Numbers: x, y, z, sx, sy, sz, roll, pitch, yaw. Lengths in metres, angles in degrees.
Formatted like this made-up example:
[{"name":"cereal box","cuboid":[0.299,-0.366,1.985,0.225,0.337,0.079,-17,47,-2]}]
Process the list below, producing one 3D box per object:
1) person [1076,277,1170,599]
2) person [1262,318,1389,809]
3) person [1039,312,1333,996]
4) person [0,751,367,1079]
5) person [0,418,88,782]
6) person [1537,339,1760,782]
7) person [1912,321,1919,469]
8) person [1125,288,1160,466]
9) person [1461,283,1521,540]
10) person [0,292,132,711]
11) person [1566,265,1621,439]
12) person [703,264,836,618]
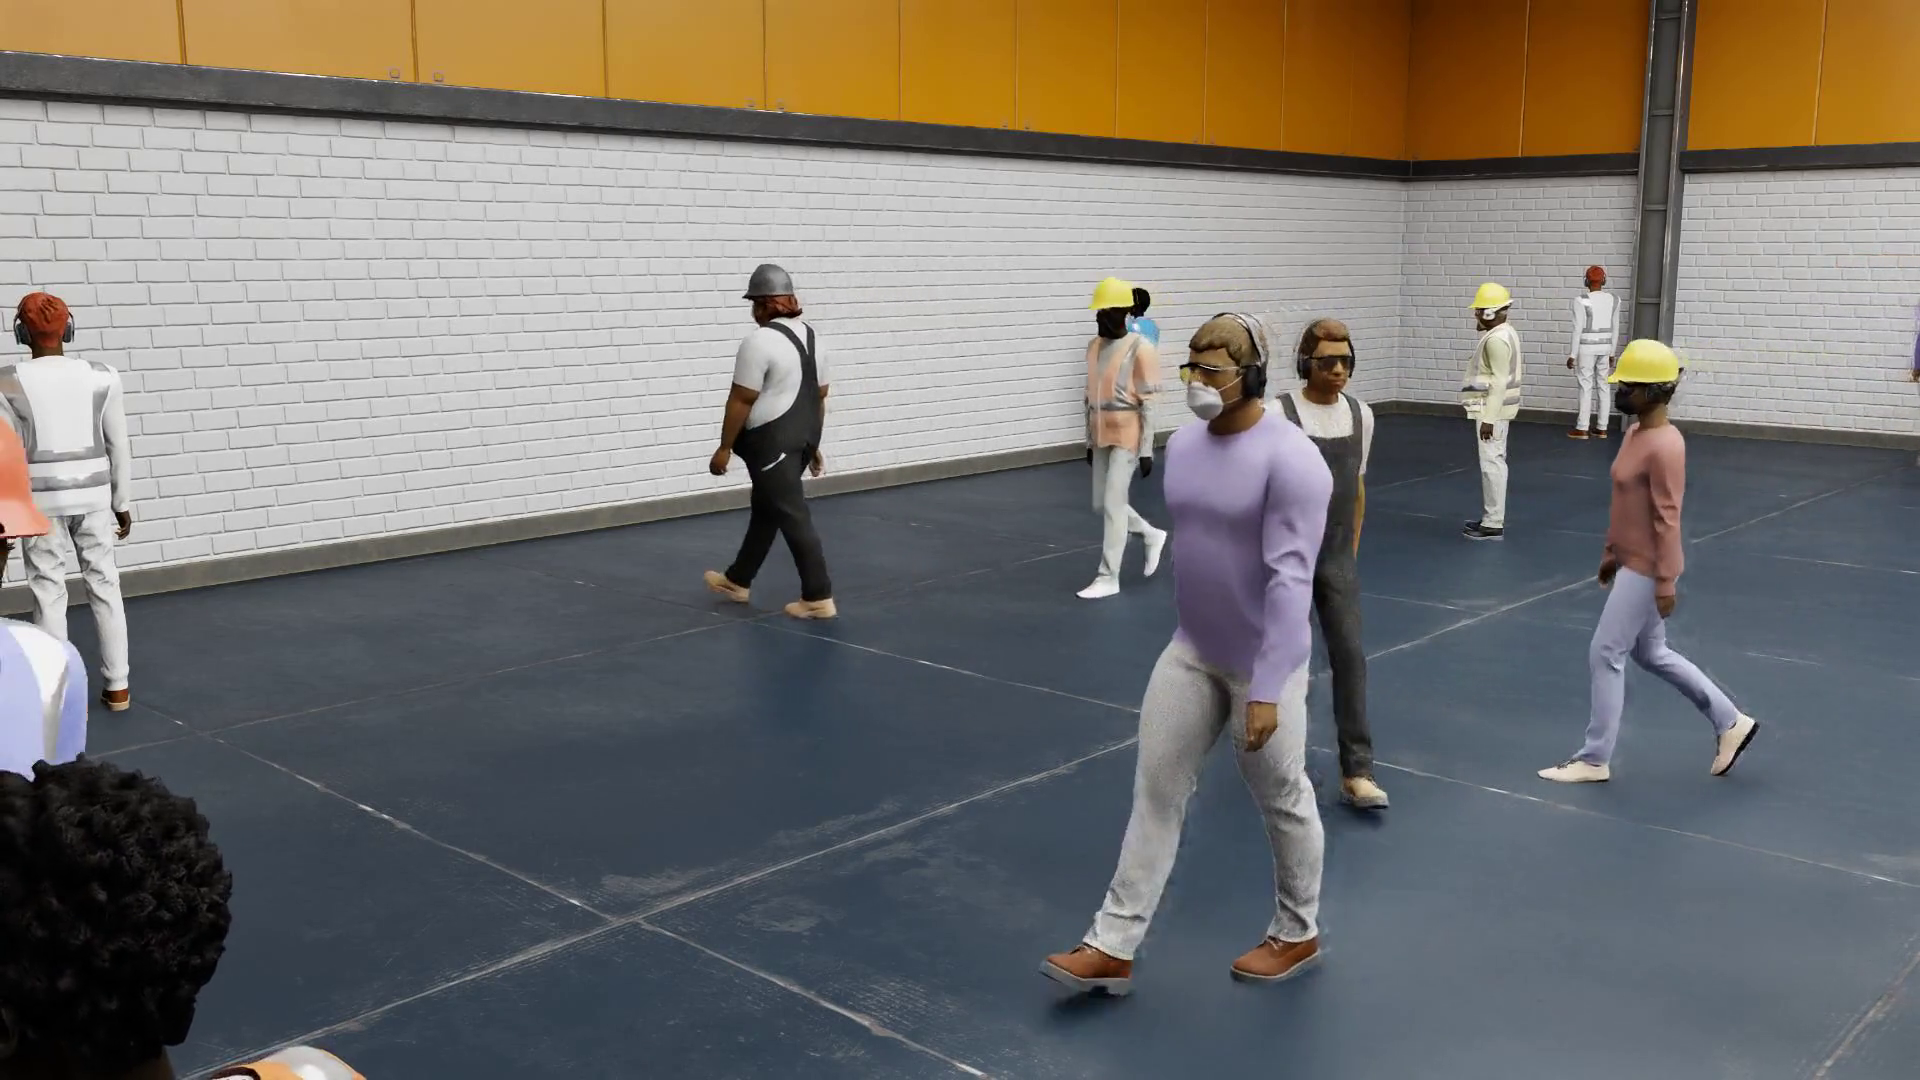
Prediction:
[{"name":"person","cuboid":[1.005,-0.616,9.975,0.715,1.911,0.596,-6,12,-32]},{"name":"person","cuboid":[1.352,0.095,6.185,0.511,1.807,0.865,-2,10,-12]},{"name":"person","cuboid":[0.670,0.349,4.504,0.964,1.894,0.647,-7,12,-35]},{"name":"person","cuboid":[-0.641,1.003,1.377,0.321,1.691,0.531,3,10,17]},{"name":"person","cuboid":[-1.567,0.723,2.449,0.946,1.899,0.572,6,12,31]},{"name":"person","cuboid":[2.708,0.098,6.407,0.770,1.742,0.525,2,10,12]},{"name":"person","cuboid":[9.381,-1.661,15.608,0.836,2.011,0.629,-3,10,-17]},{"name":"person","cuboid":[1.705,-1.560,15.944,0.316,1.695,0.542,8,12,37]},{"name":"person","cuboid":[3.781,-0.912,11.876,0.403,1.827,0.599,4,11,21]},{"name":"person","cuboid":[-3.956,-0.142,7.337,0.574,1.885,0.355,-9,14,-43]},{"name":"person","cuboid":[6.901,-2.040,18.141,0.573,1.885,0.356,-2,10,-13]},{"name":"person","cuboid":[-1.092,-0.590,9.439,1.009,2.000,0.692,4,11,24]}]
